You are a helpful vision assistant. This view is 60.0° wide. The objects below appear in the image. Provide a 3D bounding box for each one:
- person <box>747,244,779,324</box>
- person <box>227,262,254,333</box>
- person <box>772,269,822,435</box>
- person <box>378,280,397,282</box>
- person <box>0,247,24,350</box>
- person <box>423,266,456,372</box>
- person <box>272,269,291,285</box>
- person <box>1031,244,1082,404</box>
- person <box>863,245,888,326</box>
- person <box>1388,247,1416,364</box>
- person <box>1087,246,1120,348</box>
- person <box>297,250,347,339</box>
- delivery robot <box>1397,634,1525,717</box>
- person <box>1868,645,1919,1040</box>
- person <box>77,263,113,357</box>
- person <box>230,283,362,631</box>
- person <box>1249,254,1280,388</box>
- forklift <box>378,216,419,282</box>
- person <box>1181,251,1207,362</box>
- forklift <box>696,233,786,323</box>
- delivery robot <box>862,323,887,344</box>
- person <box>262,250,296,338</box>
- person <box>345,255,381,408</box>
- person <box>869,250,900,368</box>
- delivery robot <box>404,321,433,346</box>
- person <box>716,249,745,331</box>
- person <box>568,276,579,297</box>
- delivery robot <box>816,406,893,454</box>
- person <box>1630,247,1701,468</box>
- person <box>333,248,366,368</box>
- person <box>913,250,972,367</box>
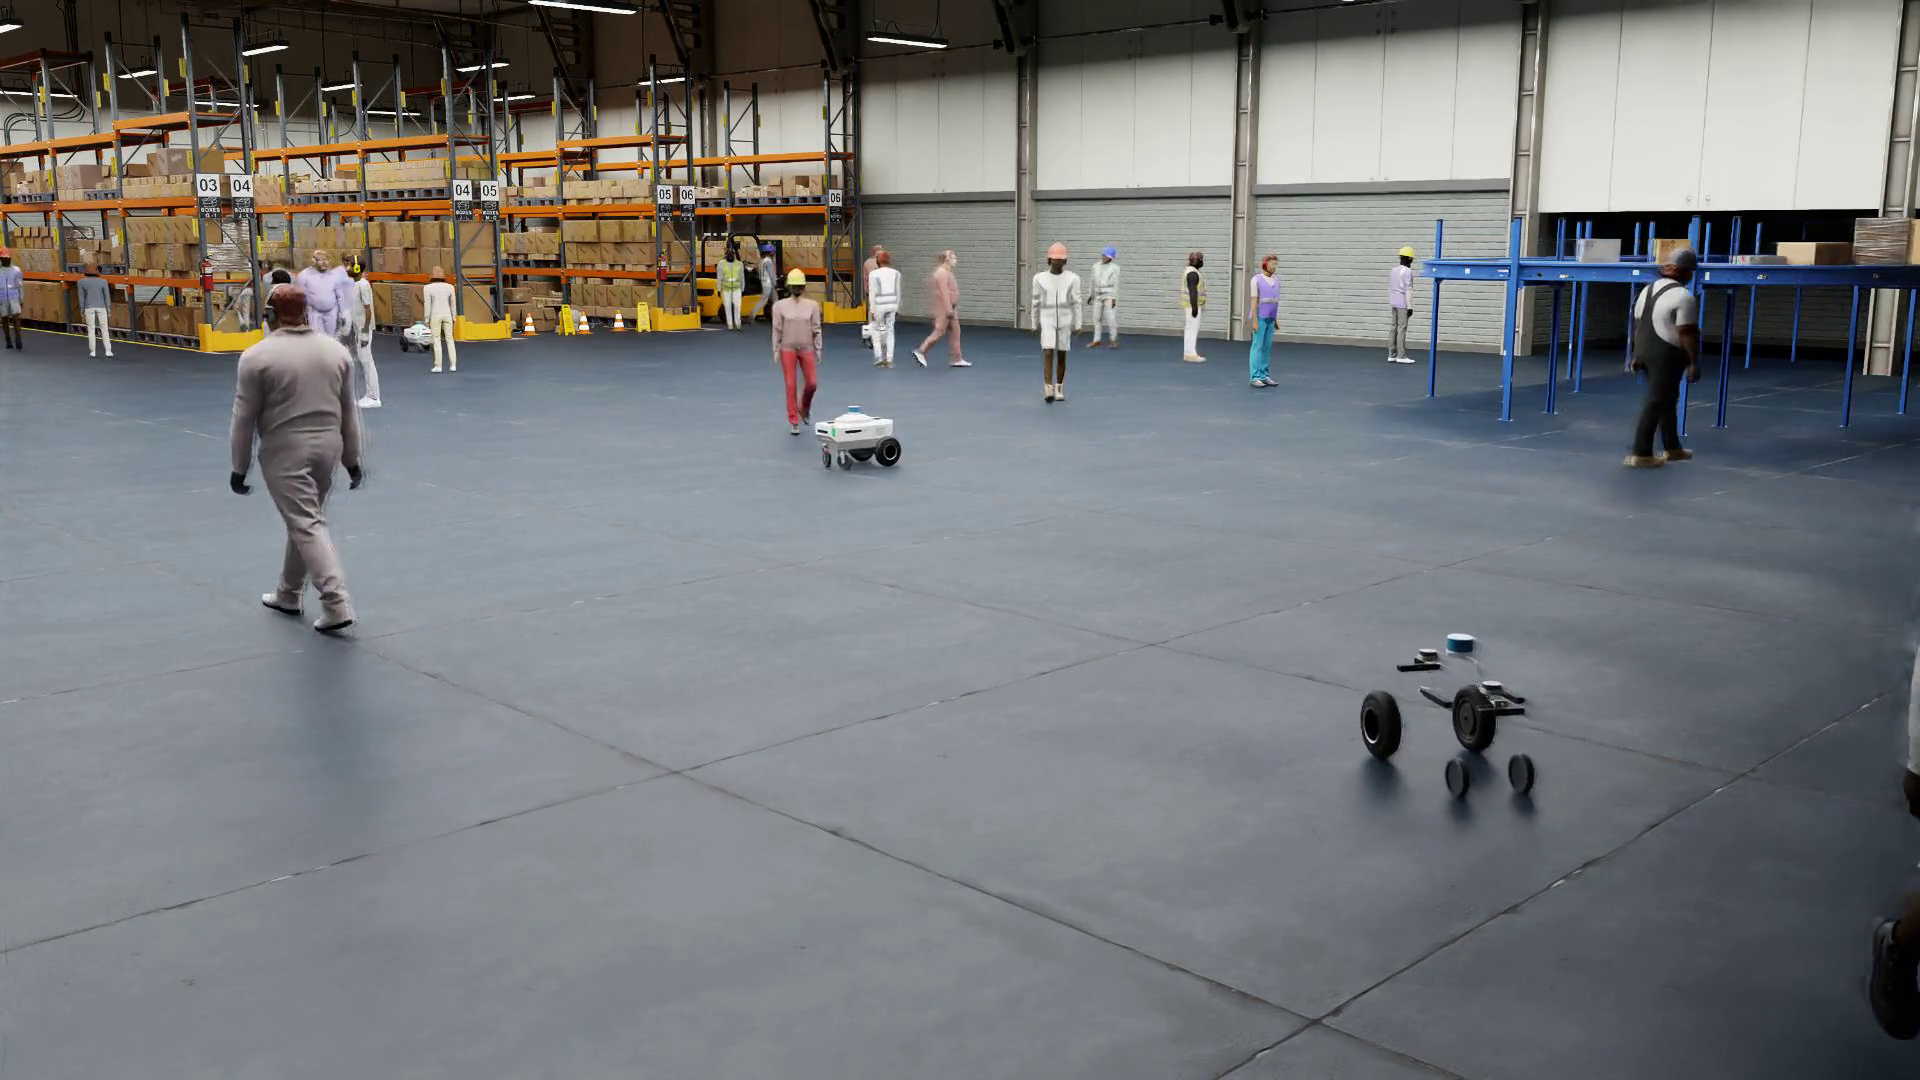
[{"bbox_3d":[-4.626,-6.088,39.611,0.963,1.917,0.597,-1,10,-8],"label":"person"},{"bbox_3d":[-14.847,-5.110,34.377,0.457,1.871,0.575,10,15,44],"label":"person"},{"bbox_3d":[-1.751,-2.028,17.866,0.547,1.756,0.493,-3,11,-14],"label":"person"},{"bbox_3d":[-15.302,-6.956,44.428,0.525,1.871,0.317,-7,12,-33],"label":"person"},{"bbox_3d":[-17.830,-4.526,31.144,0.550,1.896,0.980,-6,12,-30],"label":"person"},{"bbox_3d":[-8.069,-3.427,25.827,0.507,1.632,0.268,-8,13,-37],"label":"person"},{"bbox_3d":[-8.528,-2.627,21.328,0.582,1.679,0.543,1,10,5],"label":"person"},{"bbox_3d":[1.232,-2.739,21.099,0.635,1.993,0.951,0,10,-2],"label":"person"},{"bbox_3d":[-1.707,-5.220,34.864,0.651,1.904,0.403,8,13,36],"label":"person"},{"bbox_3d":[7.352,-3.902,27.643,0.381,1.917,0.585,-3,11,-16],"label":"person"},{"bbox_3d":[2.709,-4.553,31.250,0.678,1.902,0.395,8,13,37],"label":"person"},{"bbox_3d":[-9.459,-3.354,24.738,0.674,1.883,0.607,-9,14,-40],"label":"person"},{"bbox_3d":[1.970,0.490,6.564,0.335,0.223,0.698,-2,11,-11],"label":"delivery robot"},{"bbox_3d":[2.474,0.456,3.875,0.553,1.922,0.729,1,10,6],"label":"person"},{"bbox_3d":[-15.128,-4.026,29.091,0.499,1.634,0.285,-4,11,-23],"label":"person"},{"bbox_3d":[-3.598,-0.453,9.008,0.990,1.857,0.663,7,13,35],"label":"person"},{"bbox_3d":[4.269,-3.082,23.356,0.563,1.848,0.388,-10,14,-44],"label":"person"},{"bbox_3d":[-17.868,-9.201,54.028,1.873,2.768,1.129,-10,14,-44],"label":"forklift"},{"bbox_3d":[3.946,-3.933,28.021,0.429,1.843,0.627,1,10,4],"label":"person"},{"bbox_3d":[-5.496,-6.489,41.108,2.313,2.155,1.214,-10,14,-44],"label":"forklift"},{"bbox_3d":[-1.570,-3.941,31.435,0.477,0.478,0.707,-5,12,-27],"label":"delivery robot"},{"bbox_3d":[-9.625,-3.180,23.758,0.864,1.915,0.636,3,11,16],"label":"person"},{"bbox_3d":[-7.379,-2.574,20.534,0.310,1.868,0.532,-5,12,-26],"label":"person"},{"bbox_3d":[-1.225,-3.699,26.691,0.581,1.867,0.509,-5,12,-27],"label":"person"},{"bbox_3d":[-9.906,-3.762,30.459,0.477,0.478,0.707,-8,13,-38],"label":"delivery robot"},{"bbox_3d":[-5.081,-5.547,36.931,0.647,1.796,0.931,-2,11,-13],"label":"person"},{"bbox_3d":[-10.656,-7.078,45.465,0.483,1.737,0.321,4,11,20],"label":"person"},{"bbox_3d":[-0.979,-0.999,15.393,0.707,0.478,0.477,-8,13,-37],"label":"delivery robot"},{"bbox_3d":[6.570,-1.665,15.222,0.861,2.000,0.716,-1,10,-7],"label":"person"},{"bbox_3d":[-9.872,-3.749,26.834,0.870,1.913,0.639,8,13,36],"label":"person"},{"bbox_3d":[-0.296,-3.729,26.823,0.868,1.875,0.645,2,11,12],"label":"person"}]
